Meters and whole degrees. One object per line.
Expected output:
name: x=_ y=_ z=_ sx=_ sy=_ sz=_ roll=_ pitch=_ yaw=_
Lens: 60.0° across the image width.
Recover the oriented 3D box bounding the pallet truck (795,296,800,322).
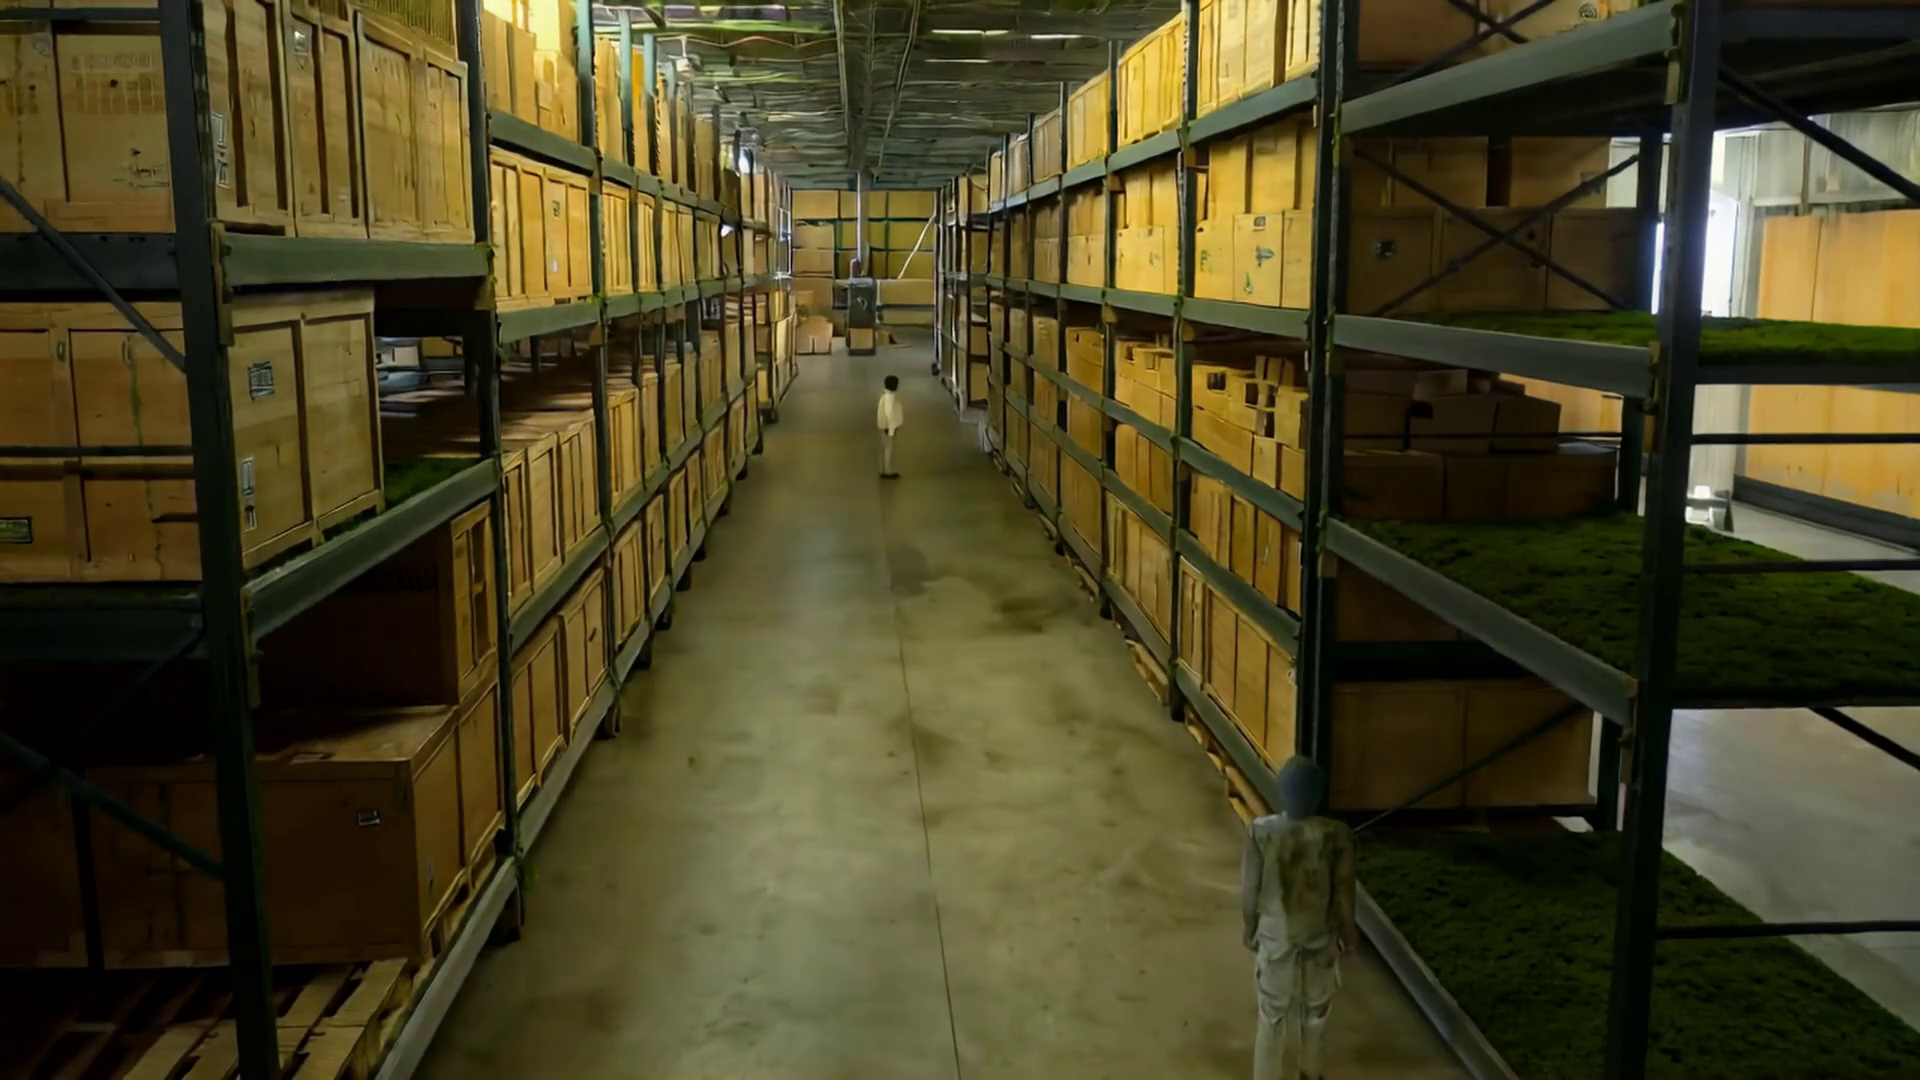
pallet truck: x=-8.622 y=-12.439 z=91.403 sx=1.885 sy=1.965 sz=0.823 roll=2 pitch=10 yaw=13

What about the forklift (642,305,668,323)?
forklift: x=-9.932 y=-6.641 z=54.139 sx=1.129 sy=2.768 sz=1.873 roll=-1 pitch=10 yaw=-3

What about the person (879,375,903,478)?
person: x=-1.237 y=-2.028 z=29.683 sx=0.429 sy=1.840 sz=0.632 roll=0 pitch=10 yaw=-2

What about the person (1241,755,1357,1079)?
person: x=1.526 y=1.782 z=7.524 sx=0.511 sy=1.641 sz=0.307 roll=2 pitch=10 yaw=11

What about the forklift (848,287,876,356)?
forklift: x=-4.014 y=-8.949 z=67.922 sx=1.129 sy=2.768 sz=1.873 roll=-1 pitch=10 yaw=-4
